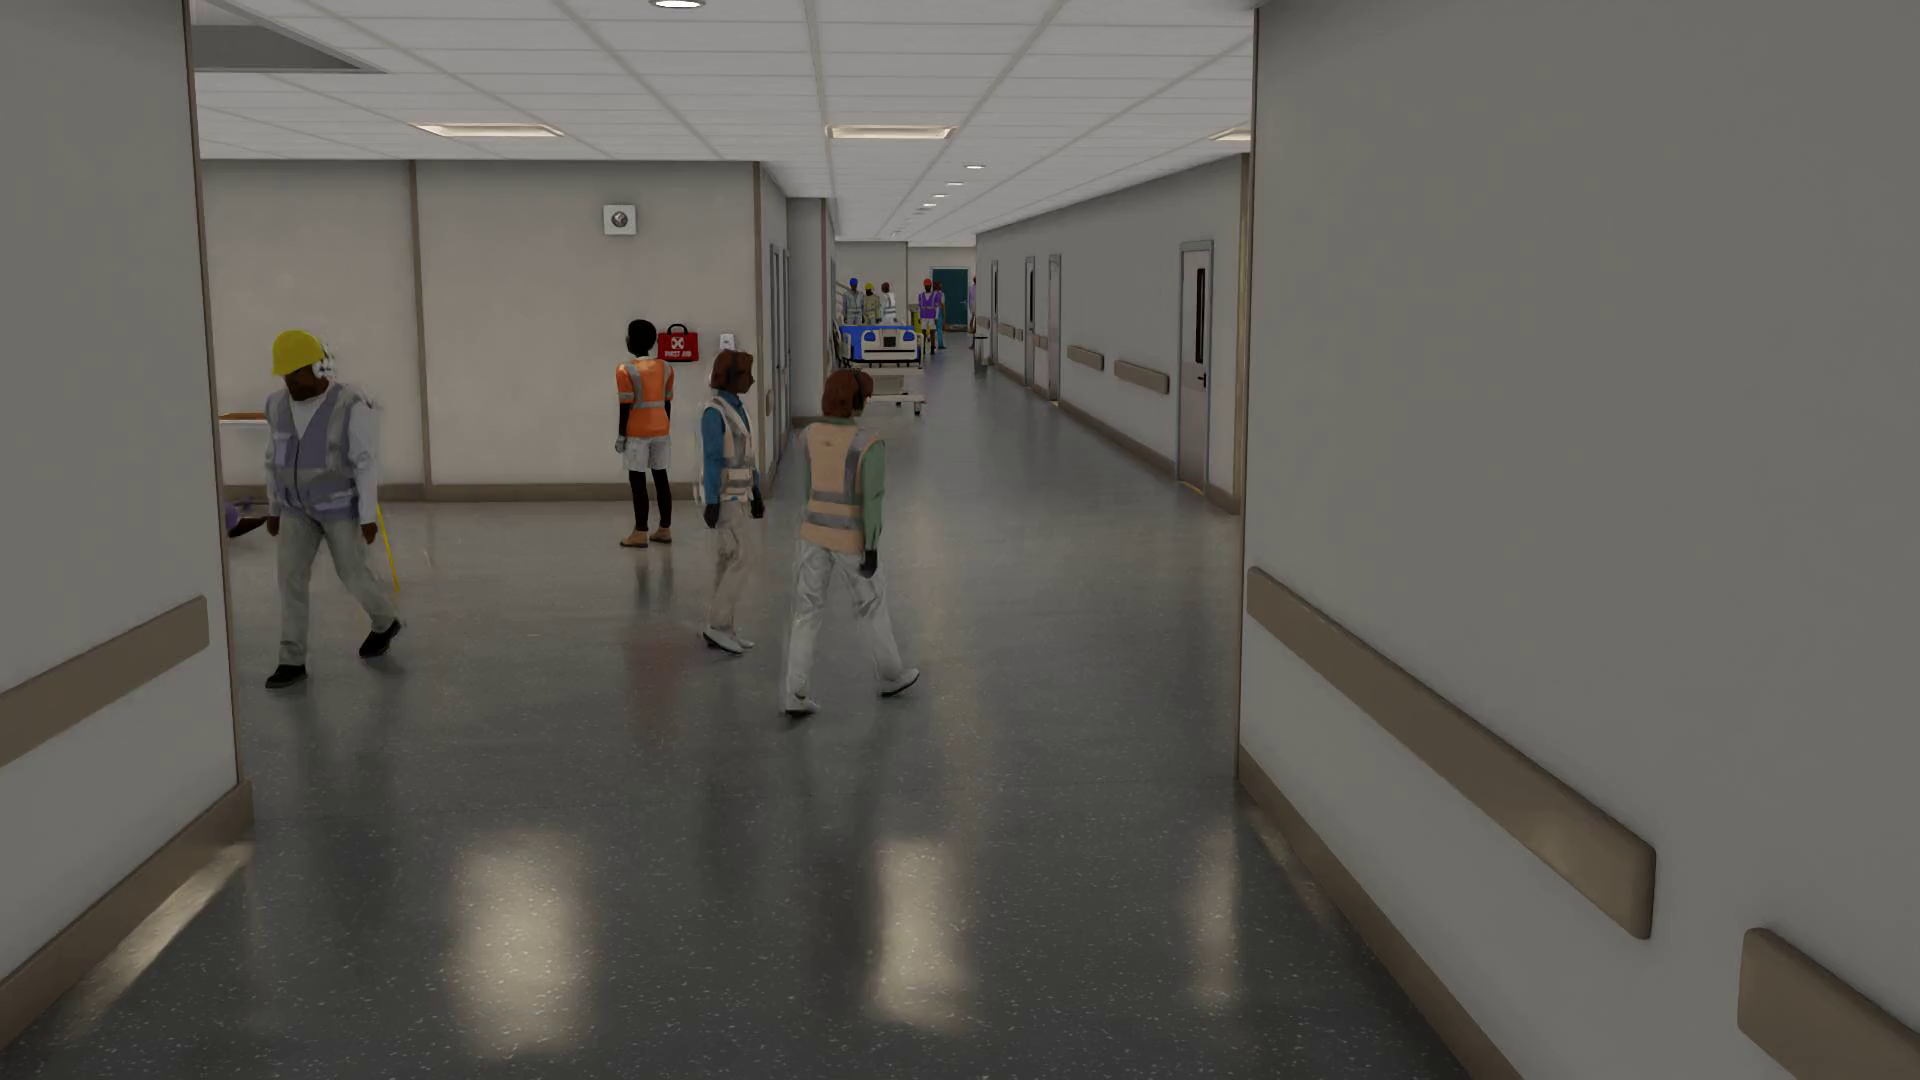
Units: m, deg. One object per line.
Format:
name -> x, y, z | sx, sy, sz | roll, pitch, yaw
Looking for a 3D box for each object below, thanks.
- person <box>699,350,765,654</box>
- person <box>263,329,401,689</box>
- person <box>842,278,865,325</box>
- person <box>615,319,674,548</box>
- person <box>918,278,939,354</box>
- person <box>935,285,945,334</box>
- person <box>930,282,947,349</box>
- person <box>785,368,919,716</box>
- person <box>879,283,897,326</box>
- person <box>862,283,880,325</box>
person -> -1.212, -0.206, 8.934 | 0.394, 1.621, 0.527 | 2, 9, 9
person -> -3.213, -0.193, 8.450 | 0.655, 1.769, 0.904 | 2, 9, 11
person -> -2.738, -5.774, 42.896 | 0.612, 1.947, 0.388 | -4, 10, -23
person -> -2.353, -0.793, 12.399 | 0.316, 1.700, 0.541 | 7, 11, 36
person -> -0.818, -5.711, 42.534 | 0.542, 1.938, 0.357 | 2, 9, 11
person -> -0.726, -8.029, 57.636 | 0.319, 1.767, 0.527 | 5, 10, 28
person -> -0.649, -6.173, 45.721 | 0.563, 1.848, 0.389 | 6, 11, 32
person -> -0.538, 0.002, 7.740 | 0.526, 1.593, 0.854 | 6, 11, 33
person -> -1.943, -6.061, 45.121 | 0.957, 1.828, 0.587 | 4, 10, 22
person -> -2.429, -6.051, 45.050 | 0.590, 1.823, 0.405 | 6, 11, 32
